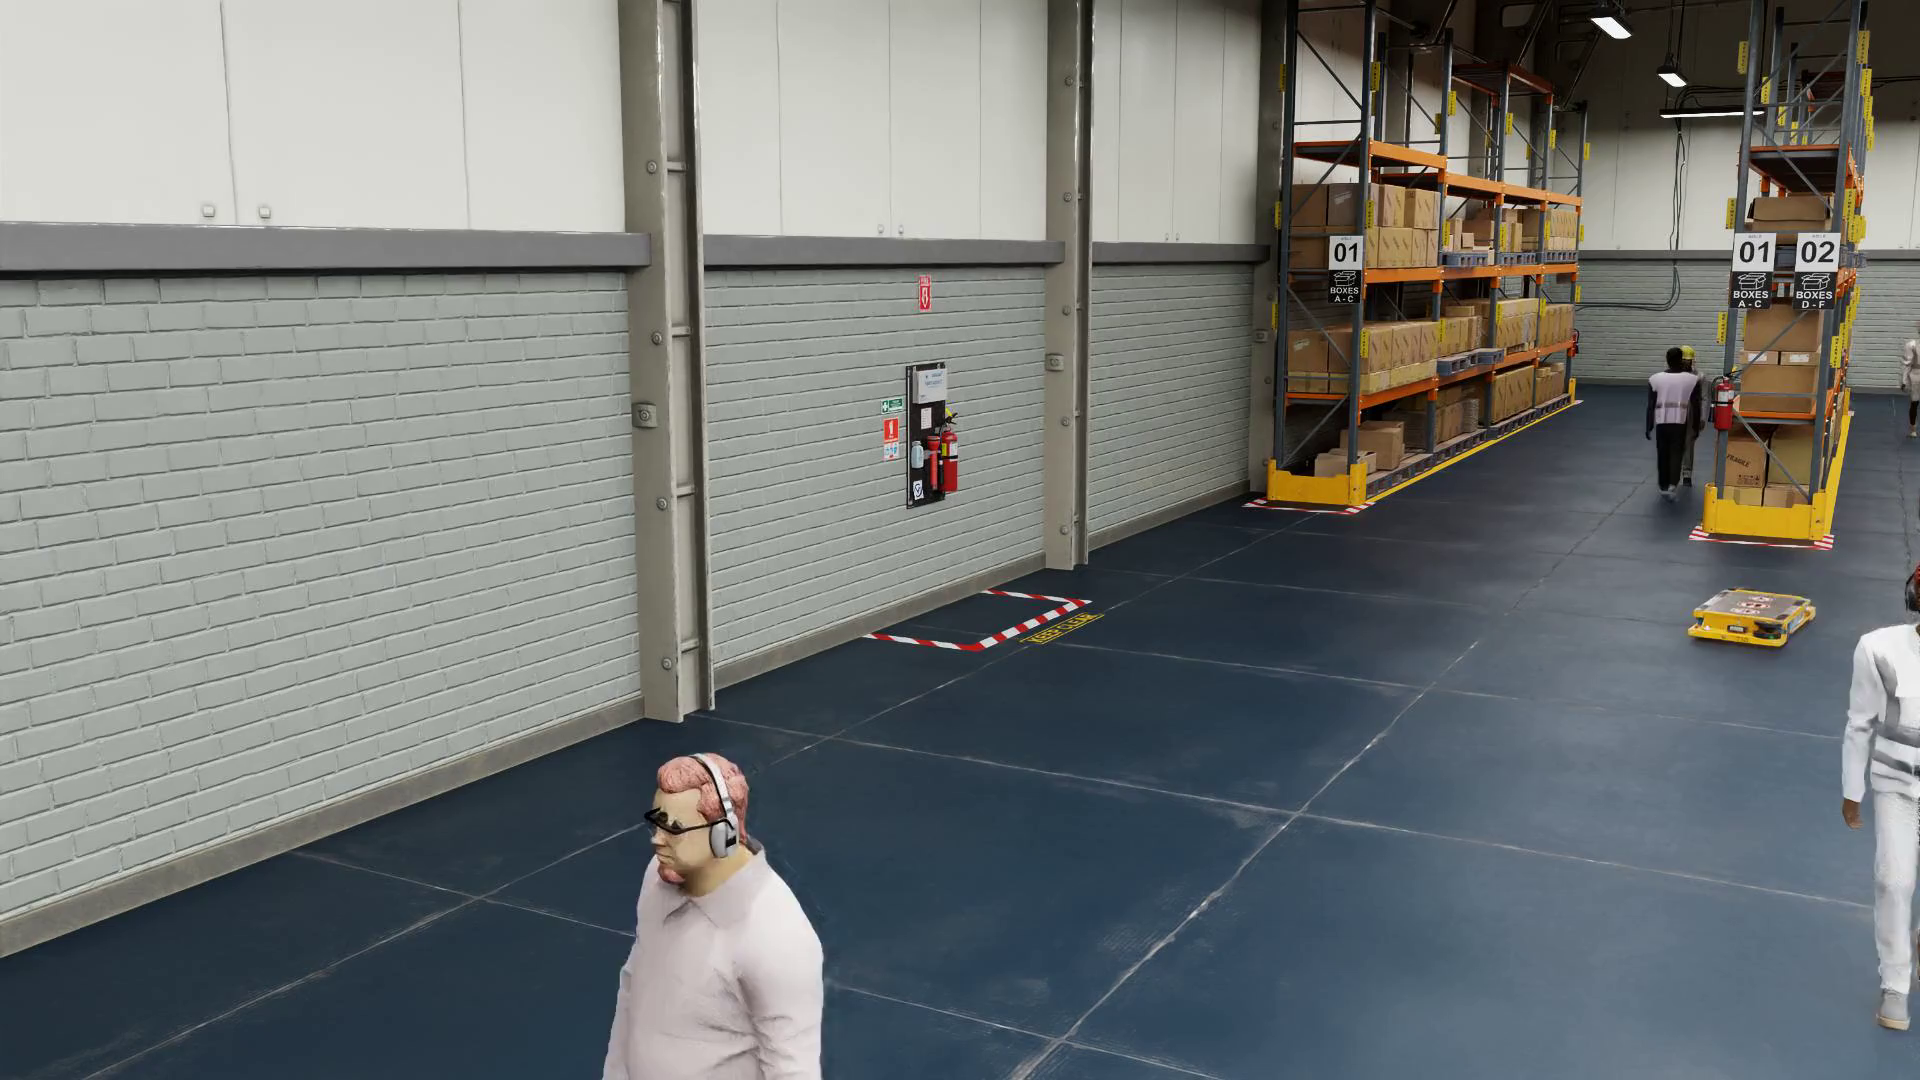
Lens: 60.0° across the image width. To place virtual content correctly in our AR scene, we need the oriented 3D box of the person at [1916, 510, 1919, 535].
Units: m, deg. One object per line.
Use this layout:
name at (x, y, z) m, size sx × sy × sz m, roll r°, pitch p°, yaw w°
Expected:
person at (7.913, -0.158, 13.224) m, size 0.524 × 1.821 × 0.943 m, roll 6°, pitch 11°, yaw 32°

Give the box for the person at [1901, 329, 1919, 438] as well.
person at (15.710, -2.616, 27.133) m, size 0.631 × 1.989 × 1.067 m, roll 5°, pitch 11°, yaw 27°

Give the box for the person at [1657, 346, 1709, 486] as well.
person at (9.427, -1.618, 21.723) m, size 0.601 × 1.830 × 0.403 m, roll 5°, pitch 11°, yaw 25°

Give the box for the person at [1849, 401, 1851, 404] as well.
person at (16.904, -3.493, 32.391) m, size 0.948 × 1.952 × 0.635 m, roll 7°, pitch 12°, yaw 35°

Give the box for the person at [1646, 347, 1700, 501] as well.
person at (8.814, -1.442, 20.588) m, size 0.624 × 1.875 × 0.961 m, roll 4°, pitch 11°, yaw 24°

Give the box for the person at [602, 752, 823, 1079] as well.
person at (-0.575, 1.395, 4.037) m, size 1.005 × 1.859 × 0.654 m, roll -6°, pitch 11°, yaw -31°

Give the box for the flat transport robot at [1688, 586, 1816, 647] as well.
flat transport robot at (6.351, 0.600, 13.303) m, size 0.652 × 0.197 × 1.431 m, roll 7°, pitch 12°, yaw 36°

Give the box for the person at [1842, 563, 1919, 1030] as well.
person at (3.751, 0.968, 6.461) m, size 0.604 × 1.867 × 0.463 m, roll 5°, pitch 11°, yaw 28°
